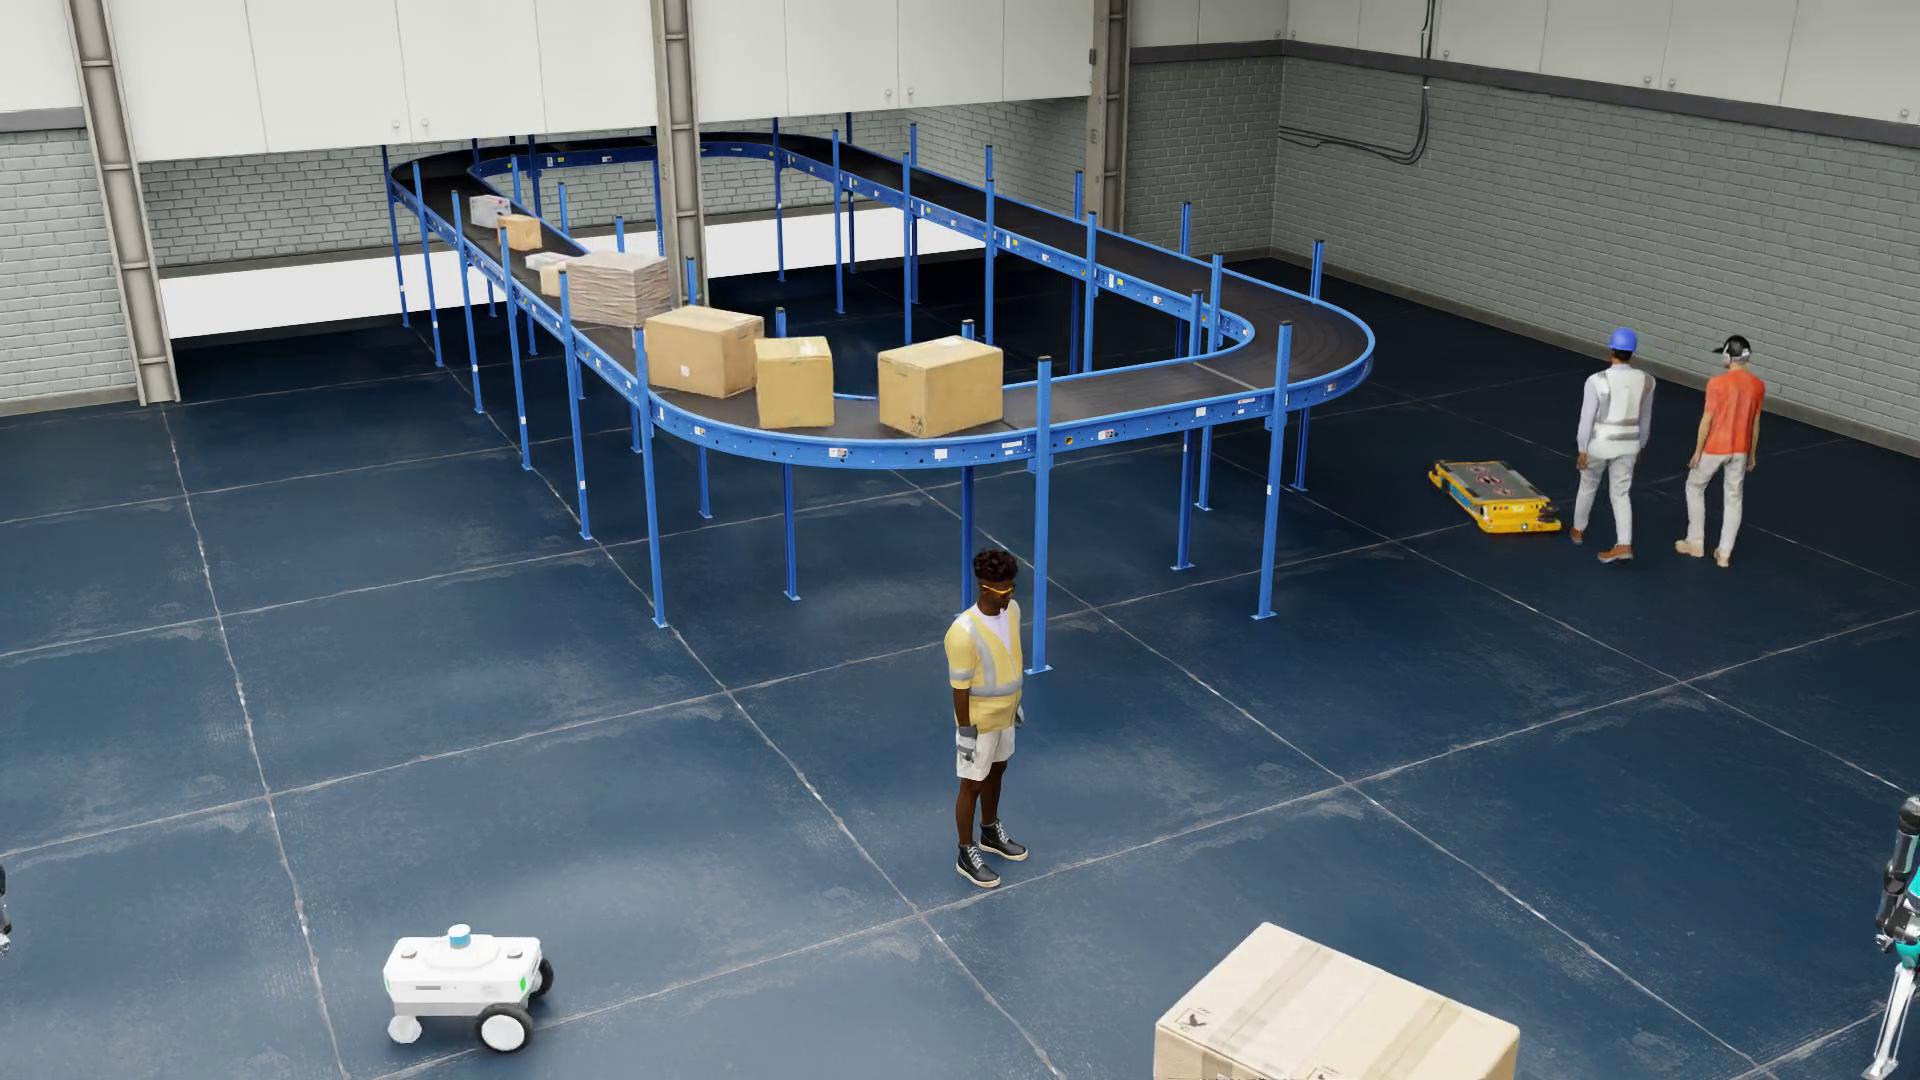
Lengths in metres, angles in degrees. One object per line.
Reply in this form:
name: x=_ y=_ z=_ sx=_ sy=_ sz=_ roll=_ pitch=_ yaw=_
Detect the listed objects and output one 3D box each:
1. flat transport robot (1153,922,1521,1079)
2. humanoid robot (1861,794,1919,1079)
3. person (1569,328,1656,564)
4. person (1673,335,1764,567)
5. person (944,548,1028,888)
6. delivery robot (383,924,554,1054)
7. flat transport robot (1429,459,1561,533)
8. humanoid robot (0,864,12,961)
flat transport robot: x=1.614 y=2.662 z=7.295 sx=0.659 sy=0.231 sz=1.431 roll=17 pitch=27 yaw=35
humanoid robot: x=4.527 y=1.760 z=7.556 sx=0.848 sy=1.743 sz=0.558 roll=-18 pitch=28 yaw=-37
person: x=5.358 y=-0.757 z=13.607 sx=0.628 sy=1.899 sz=0.921 roll=1 pitch=22 yaw=3
person: x=6.195 y=-0.724 z=13.532 sx=0.520 sy=1.886 sz=0.560 roll=-2 pitch=22 yaw=-4
person: x=0.165 y=0.963 z=9.237 sx=0.368 sy=1.965 sz=0.603 roll=14 pitch=26 yaw=30
delivery robot: x=-2.399 y=2.169 z=8.152 sx=0.804 sy=0.610 sz=0.499 roll=0 pitch=22 yaw=0
flat transport robot: x=4.765 y=-0.404 z=14.875 sx=0.659 sy=0.231 sz=1.431 roll=-2 pitch=22 yaw=-5
humanoid robot: x=-4.652 y=1.821 z=7.552 sx=0.828 sy=1.869 sz=0.530 roll=17 pitch=28 yaw=36
